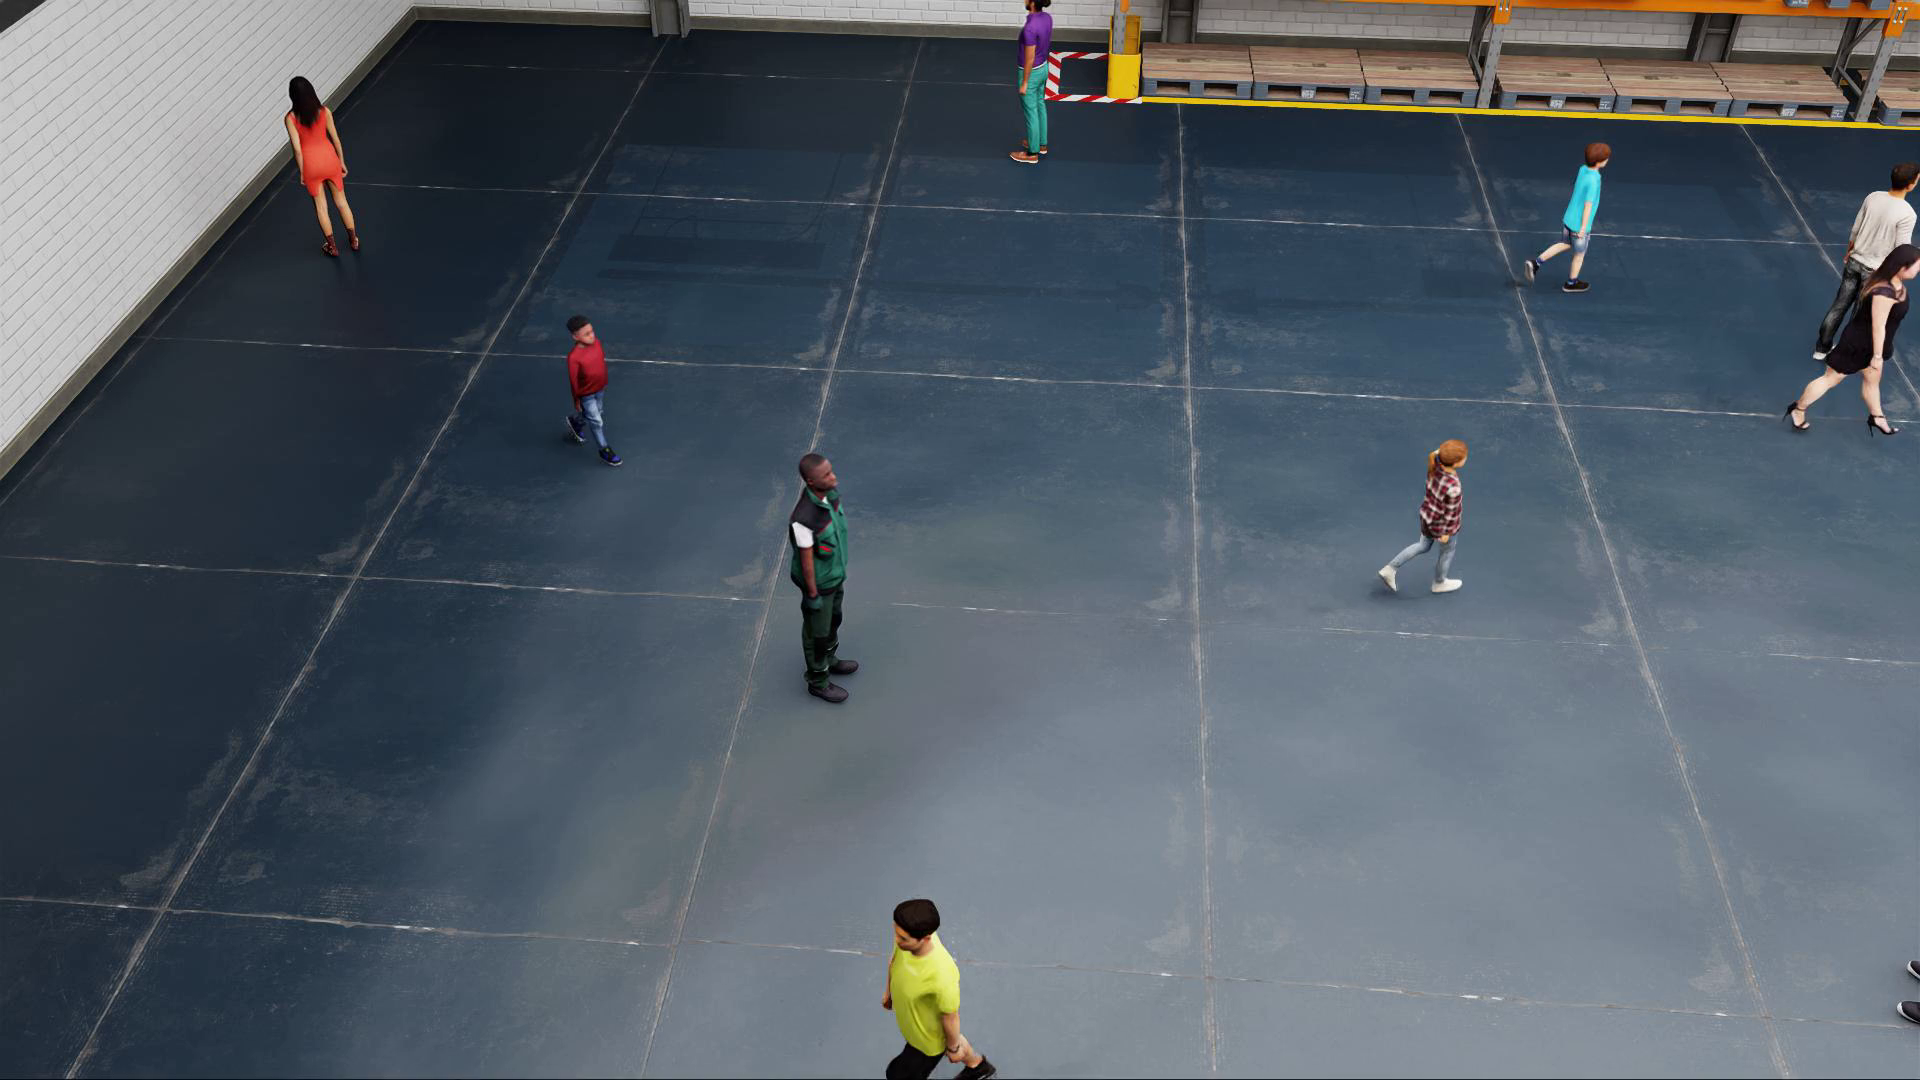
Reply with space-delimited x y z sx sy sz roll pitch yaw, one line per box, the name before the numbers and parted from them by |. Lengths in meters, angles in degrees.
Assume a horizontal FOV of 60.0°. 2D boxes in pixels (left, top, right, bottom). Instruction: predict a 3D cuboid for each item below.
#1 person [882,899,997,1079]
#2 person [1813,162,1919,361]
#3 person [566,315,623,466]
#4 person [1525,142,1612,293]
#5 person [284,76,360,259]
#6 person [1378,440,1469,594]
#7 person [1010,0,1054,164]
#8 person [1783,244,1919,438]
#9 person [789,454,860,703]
person | -0.107 2.279 8.057 1.184 1.671 1.008 -19 42 -22
person | 7.439 -2.247 13.612 0.724 1.811 0.733 -17 42 -20
person | -2.886 -1.182 12.740 0.890 1.236 0.708 20 43 23
person | 5.392 -2.844 14.661 0.846 1.436 0.597 -1 39 -1
person | -5.817 -3.395 15.124 0.650 1.719 0.727 -24 44 -27
person | 3.224 -0.136 11.386 0.906 1.291 0.683 -8 39 -9
person | 0.748 -4.671 16.683 0.690 1.768 0.699 17 41 20
person | 6.850 -1.514 12.807 1.160 1.672 0.936 17 42 21
person | -0.884 0.215 10.507 0.640 1.839 0.708 8 39 10
